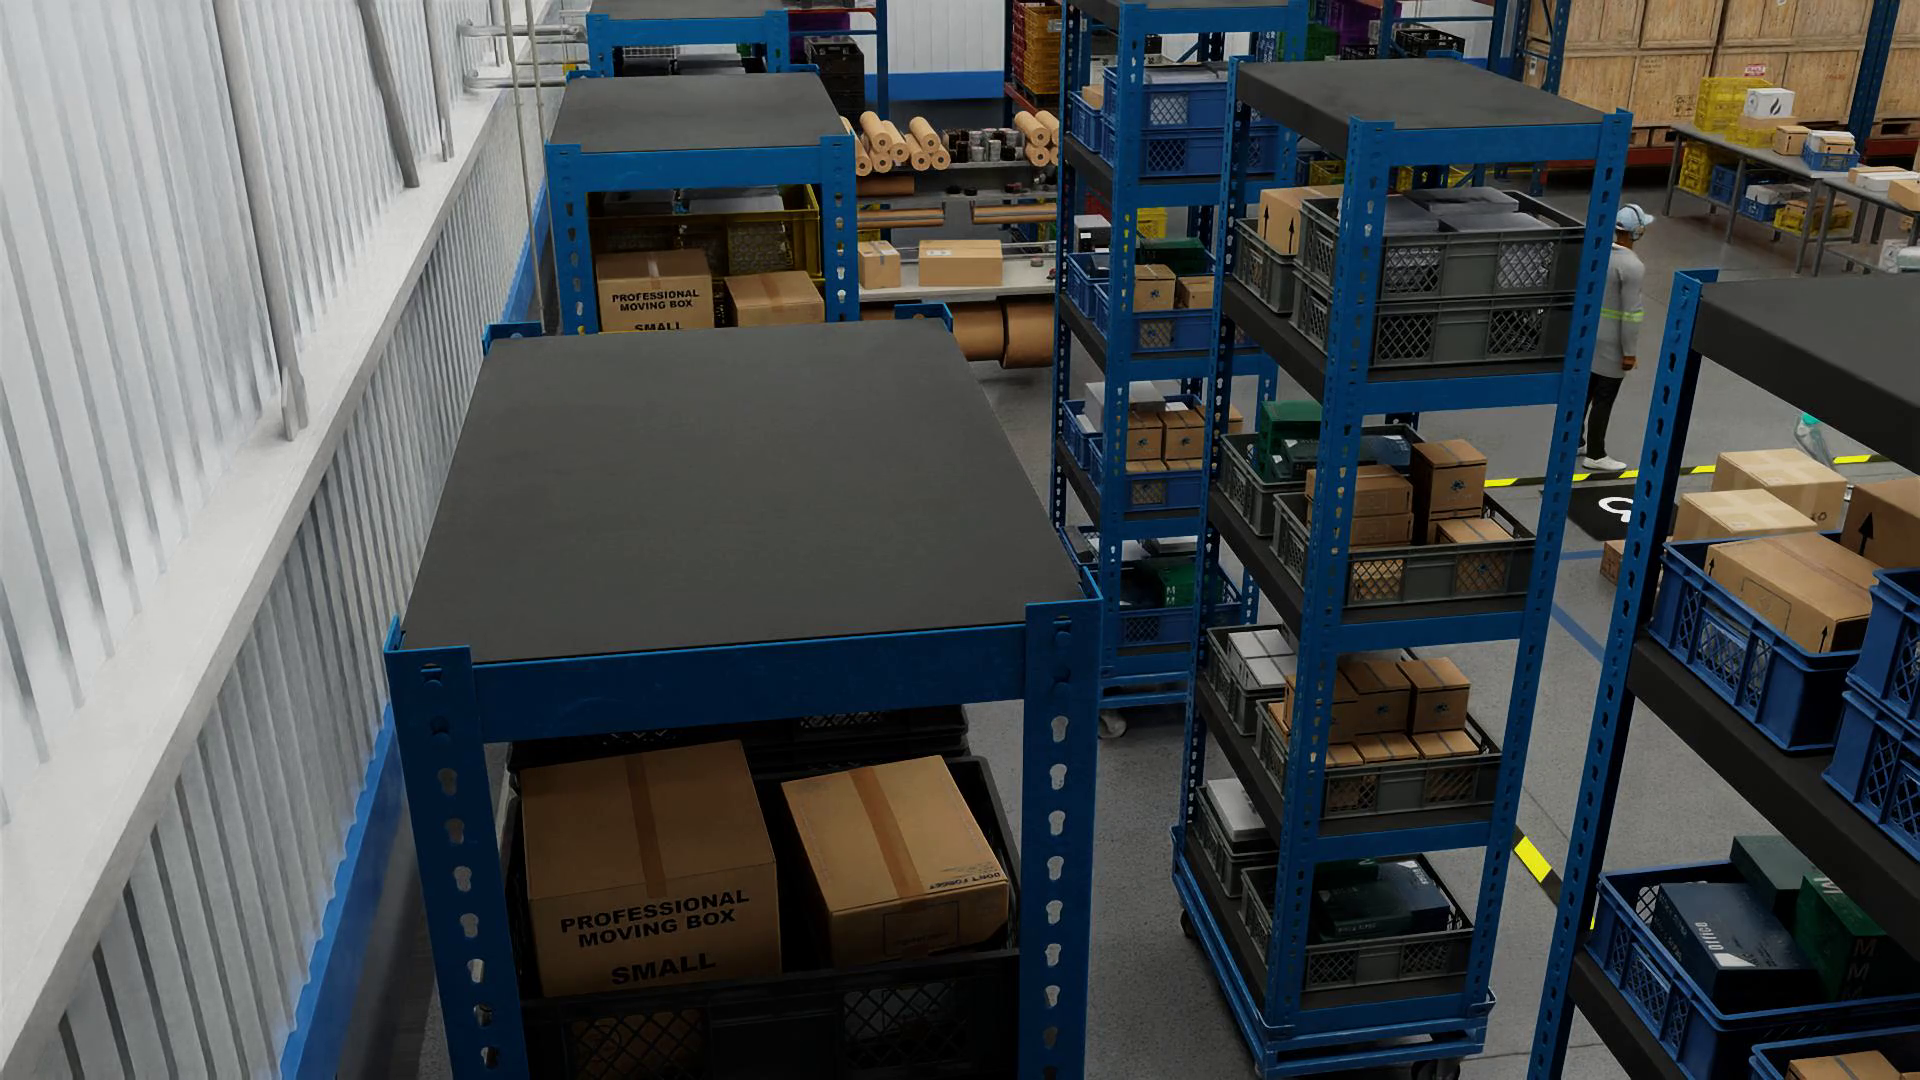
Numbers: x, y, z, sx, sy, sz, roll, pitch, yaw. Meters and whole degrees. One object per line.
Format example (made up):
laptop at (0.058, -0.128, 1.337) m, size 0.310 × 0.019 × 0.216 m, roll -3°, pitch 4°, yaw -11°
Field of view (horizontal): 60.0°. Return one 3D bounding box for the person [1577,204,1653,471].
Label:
person at (4.477, -1.390, 11.424) m, size 0.362 × 1.852 × 0.593 m, roll -5°, pitch 25°, yaw -10°

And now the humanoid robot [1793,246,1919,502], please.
humanoid robot at (5.770, -1.102, 10.781) m, size 0.735 × 1.674 × 0.533 m, roll 15°, pitch 28°, yaw 29°
